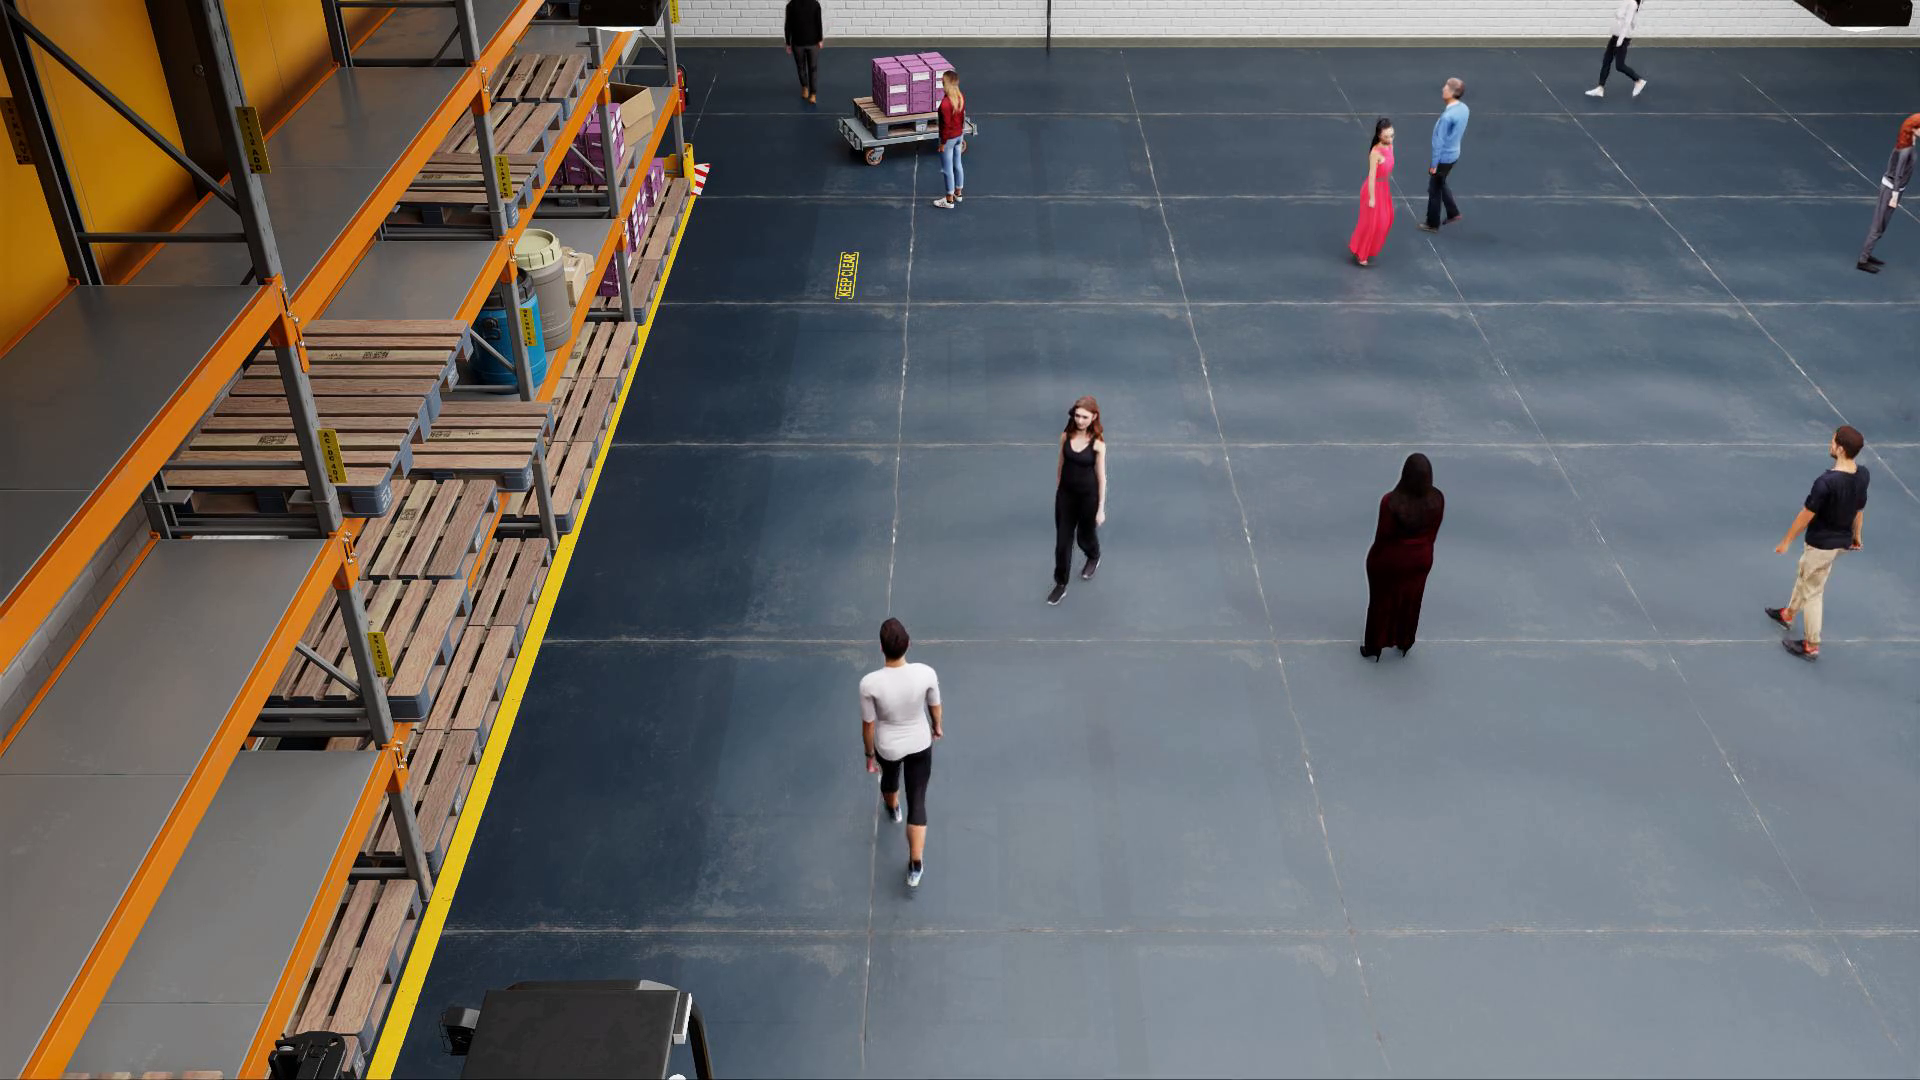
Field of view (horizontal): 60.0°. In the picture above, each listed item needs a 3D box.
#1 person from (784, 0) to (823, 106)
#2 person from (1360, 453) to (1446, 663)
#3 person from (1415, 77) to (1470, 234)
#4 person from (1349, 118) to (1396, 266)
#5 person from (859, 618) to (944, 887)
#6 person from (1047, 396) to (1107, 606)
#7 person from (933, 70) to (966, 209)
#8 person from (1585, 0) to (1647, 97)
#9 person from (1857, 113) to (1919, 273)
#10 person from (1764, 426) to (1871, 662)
[{"bbox_3d":[-2.134,-6.886,22.874,0.650,1.693,1.001,1,34,1],"label":"person"},{"bbox_3d":[3.260,0.136,12.251,0.726,1.758,0.687,-8,35,-12],"label":"person"},{"bbox_3d":[5.614,-4.367,18.976,0.916,1.812,0.854,23,40,31],"label":"person"},{"bbox_3d":[4.542,-3.805,18.234,0.928,1.699,0.848,16,37,23],"label":"person"},{"bbox_3d":[-0.336,1.337,10.390,0.760,1.816,1.213,-4,34,-6],"label":"person"},{"bbox_3d":[0.991,-0.373,13.053,0.886,1.719,1.076,16,37,22],"label":"person"},{"bbox_3d":[-0.109,-4.770,19.742,0.743,1.635,0.632,18,37,24],"label":"person"},{"bbox_3d":[9.193,-6.911,22.921,0.673,1.683,0.911,2,34,2],"label":"person"},{"bbox_3d":[10.164,-3.798,18.152,0.722,1.777,0.607,17,37,24],"label":"person"},{"bbox_3d":[6.475,0.074,12.290,0.942,1.818,1.019,-17,37,-23],"label":"person"}]
